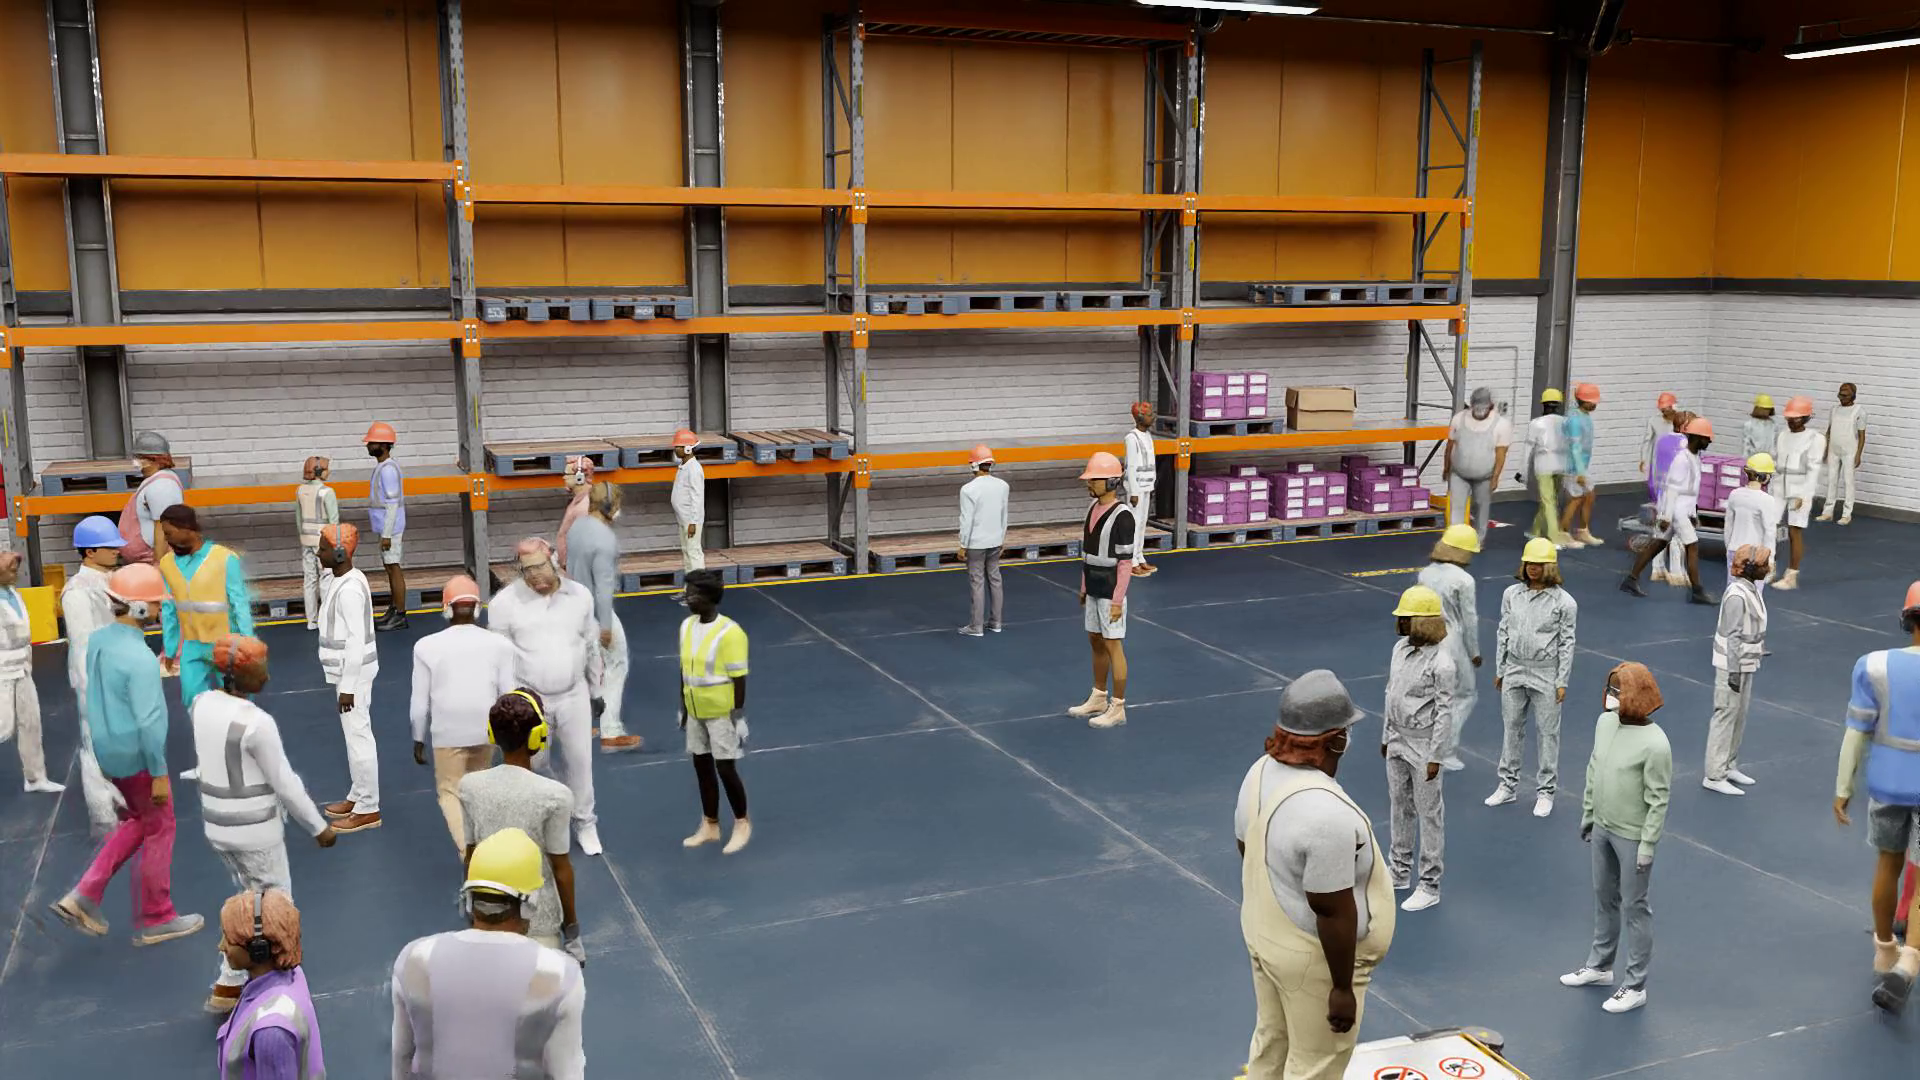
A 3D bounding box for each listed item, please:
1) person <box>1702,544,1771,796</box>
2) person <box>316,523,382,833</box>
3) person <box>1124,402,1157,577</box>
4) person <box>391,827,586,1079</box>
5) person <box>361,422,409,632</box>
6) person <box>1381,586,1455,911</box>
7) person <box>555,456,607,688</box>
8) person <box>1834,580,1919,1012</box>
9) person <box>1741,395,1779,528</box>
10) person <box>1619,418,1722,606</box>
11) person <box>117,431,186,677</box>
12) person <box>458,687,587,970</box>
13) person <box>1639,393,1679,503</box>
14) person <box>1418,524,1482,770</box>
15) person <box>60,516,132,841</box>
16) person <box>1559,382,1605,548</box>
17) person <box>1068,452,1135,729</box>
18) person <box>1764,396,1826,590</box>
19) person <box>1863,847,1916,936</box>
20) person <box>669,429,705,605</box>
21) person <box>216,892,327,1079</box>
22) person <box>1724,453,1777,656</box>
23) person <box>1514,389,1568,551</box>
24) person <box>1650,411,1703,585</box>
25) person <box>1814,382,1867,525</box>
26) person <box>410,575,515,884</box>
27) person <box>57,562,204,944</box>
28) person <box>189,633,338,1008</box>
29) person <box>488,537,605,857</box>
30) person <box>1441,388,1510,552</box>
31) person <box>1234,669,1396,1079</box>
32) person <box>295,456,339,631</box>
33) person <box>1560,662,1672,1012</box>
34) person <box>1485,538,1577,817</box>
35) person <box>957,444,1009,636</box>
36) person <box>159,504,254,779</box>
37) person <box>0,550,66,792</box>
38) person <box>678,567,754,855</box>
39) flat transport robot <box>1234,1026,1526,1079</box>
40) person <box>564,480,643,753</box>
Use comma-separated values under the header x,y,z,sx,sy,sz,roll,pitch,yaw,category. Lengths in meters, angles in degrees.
x,y,z,sx,sy,sz,roll,pitch,yaw,category
5.062,0.829,10.829,0.314,1.633,0.520,7,12,36,person
-3.719,0.827,10.104,0.355,1.882,0.576,-4,11,-23,person
1.960,-0.552,18.045,0.352,1.884,0.580,4,11,23,person
-1.419,1.776,4.934,0.628,1.793,0.877,0,10,0,person
-5.321,-0.124,15.411,0.347,1.943,0.545,-4,11,-23,person
2.428,1.103,8.917,0.294,1.744,0.486,-4,11,-23,person
-2.986,0.284,13.164,0.407,1.908,0.641,-2,10,-13,person
4.424,1.181,7.738,0.649,2.009,0.860,8,13,38,person
10.052,-0.952,20.836,0.500,1.704,0.818,-1,10,-3,person
7.144,-0.302,16.652,0.981,1.884,0.538,5,11,27,person
-6.672,0.112,13.766,0.538,2.000,0.684,-4,11,-23,person
-1.673,1.486,6.392,0.502,1.861,0.328,4,11,22,person
8.960,-1.005,21.087,0.634,1.733,0.397,8,13,38,person
3.228,0.737,11.128,0.524,1.706,0.506,-5,11,-27,person
-5.124,0.818,9.966,0.386,1.948,0.602,-2,10,-10,person
7.333,-0.858,19.481,0.631,1.999,0.694,6,11,30,person
1.053,0.366,12.297,0.370,2.044,0.608,-4,11,-23,person
8.543,-0.477,17.194,0.536,2.024,0.620,-6,11,-30,person
5.060,1.218,8.287,0.743,1.728,0.527,0,10,3,person
-2.717,-0.233,16.579,0.324,1.752,0.562,-4,11,-23,person
-2.043,1.836,4.992,0.307,1.641,0.513,-4,11,-23,person
6.902,0.121,14.510,0.328,1.767,0.530,-3,10,-18,person
6.910,-0.848,19.742,0.597,1.885,0.892,-4,11,-21,person
7.585,-0.448,17.576,0.429,1.840,0.629,-2,10,-14,person
11.354,-1.110,21.393,0.345,1.840,0.504,-6,12,-31,person
-2.717,1.070,9.189,0.586,1.717,0.708,-6,11,-30,person
-4.166,1.090,8.326,0.634,1.967,0.546,8,13,40,person
-3.163,1.296,7.487,0.652,1.860,0.465,7,12,34,person
-2.437,0.884,9.807,0.663,1.879,0.786,-6,11,-29,person
5.906,-0.824,19.161,0.751,2.000,1.028,5,11,25,person
1.295,1.460,6.000,0.538,2.000,0.687,-3,10,-15,person
-5.896,0.045,15.320,0.514,1.637,0.314,6,11,30,person
3.070,1.363,7.733,0.286,1.633,0.500,-3,10,-16,person
3.572,0.846,10.391,0.487,1.746,0.290,9,13,41,person
0.196,-0.002,15.251,0.571,1.751,0.329,-9,13,-42,person
-4.936,0.677,11.031,0.637,1.881,0.484,2,10,11,person
-6.182,0.864,10.653,0.635,1.616,0.520,-1,10,-6,person
-1.443,0.993,9.711,0.555,1.699,0.318,8,13,40,person
1.680,2.242,6.589,1.431,0.197,0.652,-4,10,-20,flat transport robot
-2.593,0.526,11.773,0.453,1.913,0.652,-8,13,-38,person
